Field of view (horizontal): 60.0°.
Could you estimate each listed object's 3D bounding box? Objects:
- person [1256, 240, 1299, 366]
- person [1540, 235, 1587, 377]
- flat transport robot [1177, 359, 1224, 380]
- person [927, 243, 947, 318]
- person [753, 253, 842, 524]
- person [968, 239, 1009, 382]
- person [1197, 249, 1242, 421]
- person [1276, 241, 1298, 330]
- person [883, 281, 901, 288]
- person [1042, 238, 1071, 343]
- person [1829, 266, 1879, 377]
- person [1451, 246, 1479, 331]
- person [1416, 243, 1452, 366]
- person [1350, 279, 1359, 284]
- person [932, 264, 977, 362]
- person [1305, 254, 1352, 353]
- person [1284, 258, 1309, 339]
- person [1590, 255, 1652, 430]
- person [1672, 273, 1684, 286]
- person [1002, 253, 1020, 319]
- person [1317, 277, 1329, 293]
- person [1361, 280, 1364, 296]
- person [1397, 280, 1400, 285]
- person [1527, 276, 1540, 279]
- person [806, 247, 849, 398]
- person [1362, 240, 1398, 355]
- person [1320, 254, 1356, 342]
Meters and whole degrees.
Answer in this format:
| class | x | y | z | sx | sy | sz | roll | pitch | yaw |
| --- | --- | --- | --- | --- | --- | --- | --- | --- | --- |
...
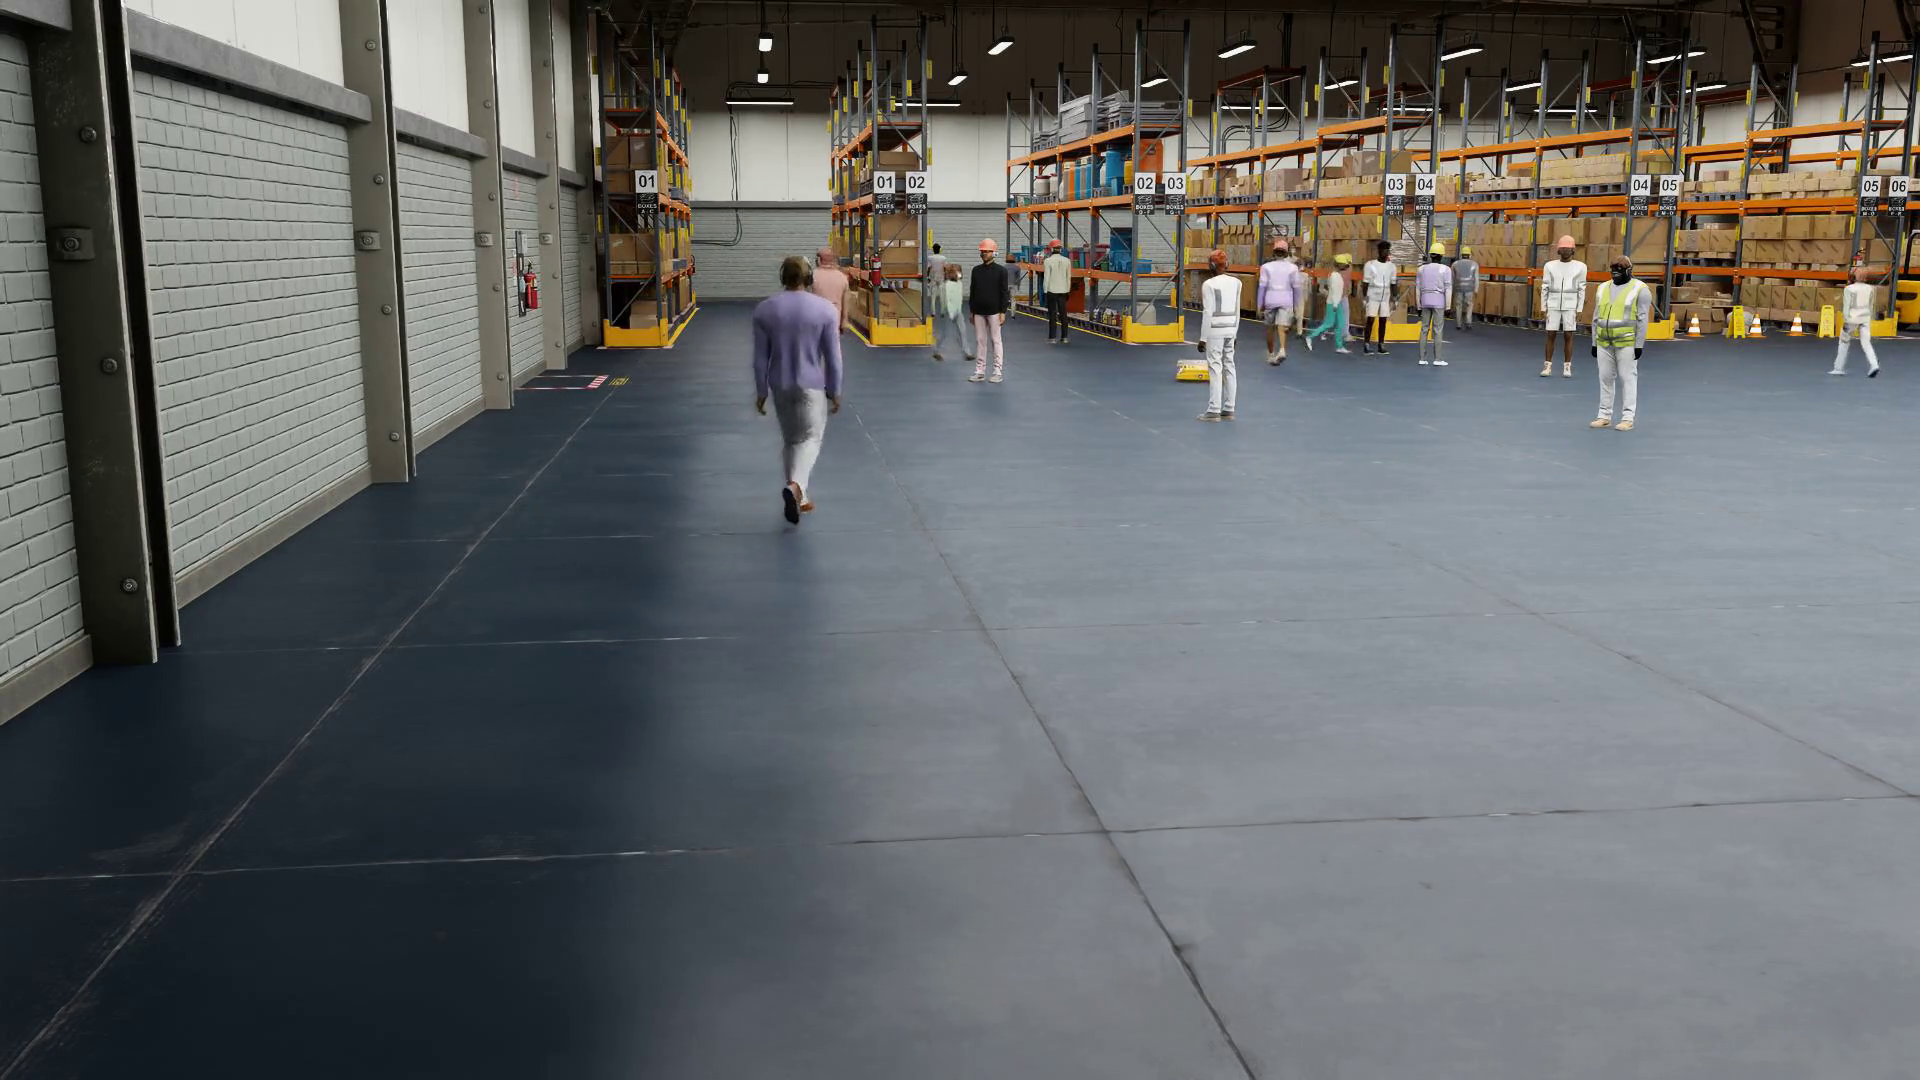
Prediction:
| class | x | y | z | sx | sy | sz | roll | pitch | yaw |
| --- | --- | --- | --- | --- | --- | --- | --- | --- | --- |
| person | 5.028 | -3.740 | 26.295 | 0.655 | 1.994 | 0.978 | 2 | 10 | 9 |
| person | 8.715 | -3.374 | 24.071 | 0.607 | 2.048 | 0.367 | 5 | 11 | 25 |
| flat transport robot | 3.460 | -2.459 | 23.927 | 0.652 | 0.197 | 1.431 | 1 | 10 | 8 |
| person | -0.579 | -6.458 | 41.482 | 0.533 | 1.864 | 0.310 | -1 | 10 | -7 |
| person | -1.174 | -1.068 | 11.809 | 0.640 | 1.920 | 0.831 | 2 | 11 | 12 |
| person | 0.388 | -3.205 | 23.280 | 0.618 | 1.997 | 0.373 | 7 | 12 | 33 |
| person | 2.859 | -2.251 | 18.361 | 0.572 | 1.885 | 0.355 | -8 | 13 | -38 |
| person | 7.089 | -5.492 | 36.013 | 0.624 | 1.934 | 0.364 | -8 | 13 | -36 |
| person | -1.782 | -7.013 | 44.457 | 0.580 | 1.883 | 0.969 | -2 | 11 | -12 |
| person | 1.832 | -4.752 | 31.767 | 0.619 | 1.992 | 0.396 | -6 | 12 | -30 |
| person | 13.087 | -3.168 | 24.170 | 0.528 | 1.606 | 0.822 | -2 | 11 | -10 |
| person | 10.848 | -5.408 | 35.817 | 0.604 | 1.831 | 0.403 | 4 | 11 | 19 |
| person | 7.474 | -3.708 | 26.232 | 0.587 | 1.927 | 0.367 | 9 | 13 | 40 |
| person | 11.664 | -7.846 | 49.747 | 0.756 | 1.603 | 0.540 | 0 | 10 | -3 |
| person | -0.112 | -3.682 | 27.015 | 0.865 | 1.591 | 0.522 | 7 | 13 | 34 |
| person | 6.477 | -4.134 | 29.112 | 0.744 | 1.727 | 0.565 | 4 | 11 | 22 |
| person | 6.701 | -4.815 | 33.177 | 0.506 | 1.615 | 0.501 | -2 | 11 | -12 |
| person | 6.935 | -2.074 | 17.546 | 0.430 | 1.836 | 0.628 | -8 | 13 | -36 |
| person | 18.515 | -6.806 | 43.240 | 0.593 | 1.919 | 0.392 | 3 | 11 | 14 |
| person | 1.227 | -6.242 | 40.952 | 0.504 | 1.629 | 0.287 | -1 | 10 | -3 |
| person | 10.866 | -7.959 | 49.627 | 0.557 | 1.910 | 0.815 | 7 | 13 | 35 |
| person | 10.475 | -6.609 | 42.345 | 0.526 | 1.858 | 0.468 | 1 | 10 | 3 |
| person | 13.218 | -7.856 | 49.876 | 0.866 | 1.596 | 0.550 | 1 | 10 | 8 |
| person | 18.804 | -8.859 | 54.530 | 0.651 | 1.906 | 0.402 | -3 | 11 | -14 |
| person | -1.732 | -2.730 | 20.961 | 0.684 | 1.891 | 0.436 | -7 | 12 | -33 |
| person | 7.229 | -4.169 | 28.657 | 0.634 | 1.962 | 0.383 | -3 | 11 | -15 |
| person | 7.394 | -4.738 | 32.497 | 0.532 | 1.706 | 0.929 | -5 | 11 | -24 |
